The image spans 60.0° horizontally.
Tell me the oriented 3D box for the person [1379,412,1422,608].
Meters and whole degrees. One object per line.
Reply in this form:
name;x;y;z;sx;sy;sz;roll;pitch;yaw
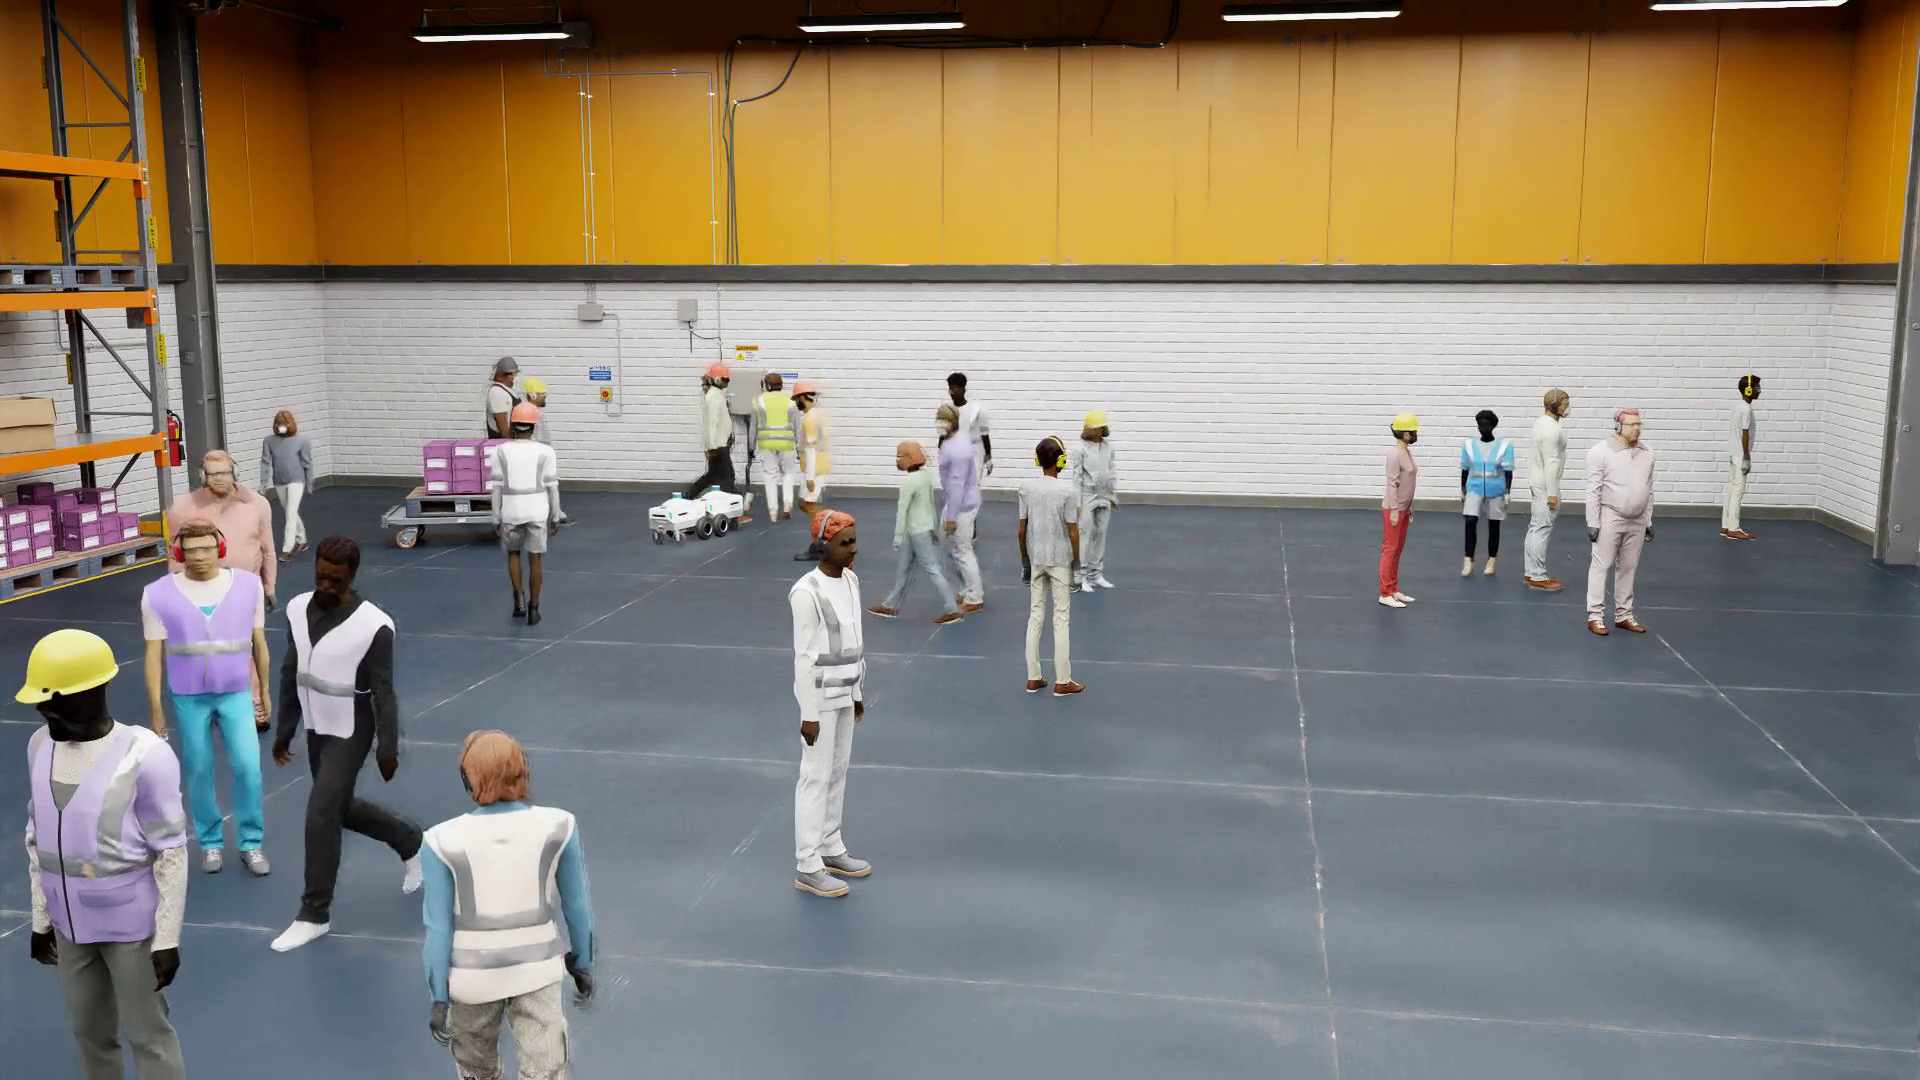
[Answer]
person;4.014;-0.279;15.145;0.316;1.769;0.523;5;11;30

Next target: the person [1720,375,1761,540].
person;8.923;-0.941;18.967;0.335;1.862;0.519;2;9;12

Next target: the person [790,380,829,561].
person;-1.546;-0.725;17.477;0.490;1.912;0.642;0;9;0

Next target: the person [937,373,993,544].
person;0.029;-0.922;18.700;0.621;1.913;0.803;4;10;26

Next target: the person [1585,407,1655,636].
person;5.553;-0.158;13.956;0.643;1.913;0.410;-3;10;-16

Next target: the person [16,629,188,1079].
person;-2.764;1.221;5.363;0.585;1.921;0.383;3;10;19

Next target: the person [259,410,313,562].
person;-7.136;-0.594;17.680;0.491;1.579;0.888;1;9;4

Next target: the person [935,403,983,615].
person;-0.015;-0.262;14.635;0.494;1.897;0.661;-1;9;-9

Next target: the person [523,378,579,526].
person;-5.089;-1.032;19.809;0.952;1.783;0.605;-1;9;-4

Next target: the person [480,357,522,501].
person;-5.678;-1.288;20.561;0.926;2.000;0.684;0;9;1

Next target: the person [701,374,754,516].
person;-2.861;-1.129;20.278;0.692;1.819;0.559;2;9;10

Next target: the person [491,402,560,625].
person;-3.740;-0.227;14.353;0.566;1.916;0.443;-2;9;-11

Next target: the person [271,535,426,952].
person;-2.792;0.877;7.655;0.614;1.872;0.858;6;11;33

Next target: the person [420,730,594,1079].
person;-1.415;1.407;5.275;0.534;1.583;0.729;-4;10;-22

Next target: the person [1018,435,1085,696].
person;0.661;0.184;11.948;0.508;1.876;0.329;6;11;32

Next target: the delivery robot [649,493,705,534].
delivery robot;-3.174;-0.289;18.668;0.477;0.478;0.707;4;10;25

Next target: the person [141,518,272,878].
person;-3.728;0.800;8.289;0.577;1.822;0.647;-5;10;-29

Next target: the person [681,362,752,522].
person;-3.011;-1.178;20.119;0.890;1.966;0.632;-1;9;-7

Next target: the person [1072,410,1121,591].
person;1.299;-0.375;15.891;0.522;1.731;0.308;-6;11;-33

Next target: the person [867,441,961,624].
person;-0.377;-0.061;14.358;0.888;1.589;0.509;3;10;18

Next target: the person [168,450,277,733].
person;-4.814;0.355;10.915;0.657;1.861;0.976;-5;10;-26

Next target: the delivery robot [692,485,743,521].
delivery robot;-2.825;-0.390;19.297;0.477;0.478;0.707;4;10;25

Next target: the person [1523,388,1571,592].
person;5.611;-0.486;15.902;0.353;1.937;0.635;2;9;10

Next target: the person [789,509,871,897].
person;-0.639;0.786;8.179;0.337;1.882;0.583;3;10;20

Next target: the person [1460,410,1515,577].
person;5.202;-0.450;16.481;0.550;1.666;0.690;5;10;26

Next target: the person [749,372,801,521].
person;-2.248;-1.137;20.291;0.653;1.820;0.440;-1;9;-9
